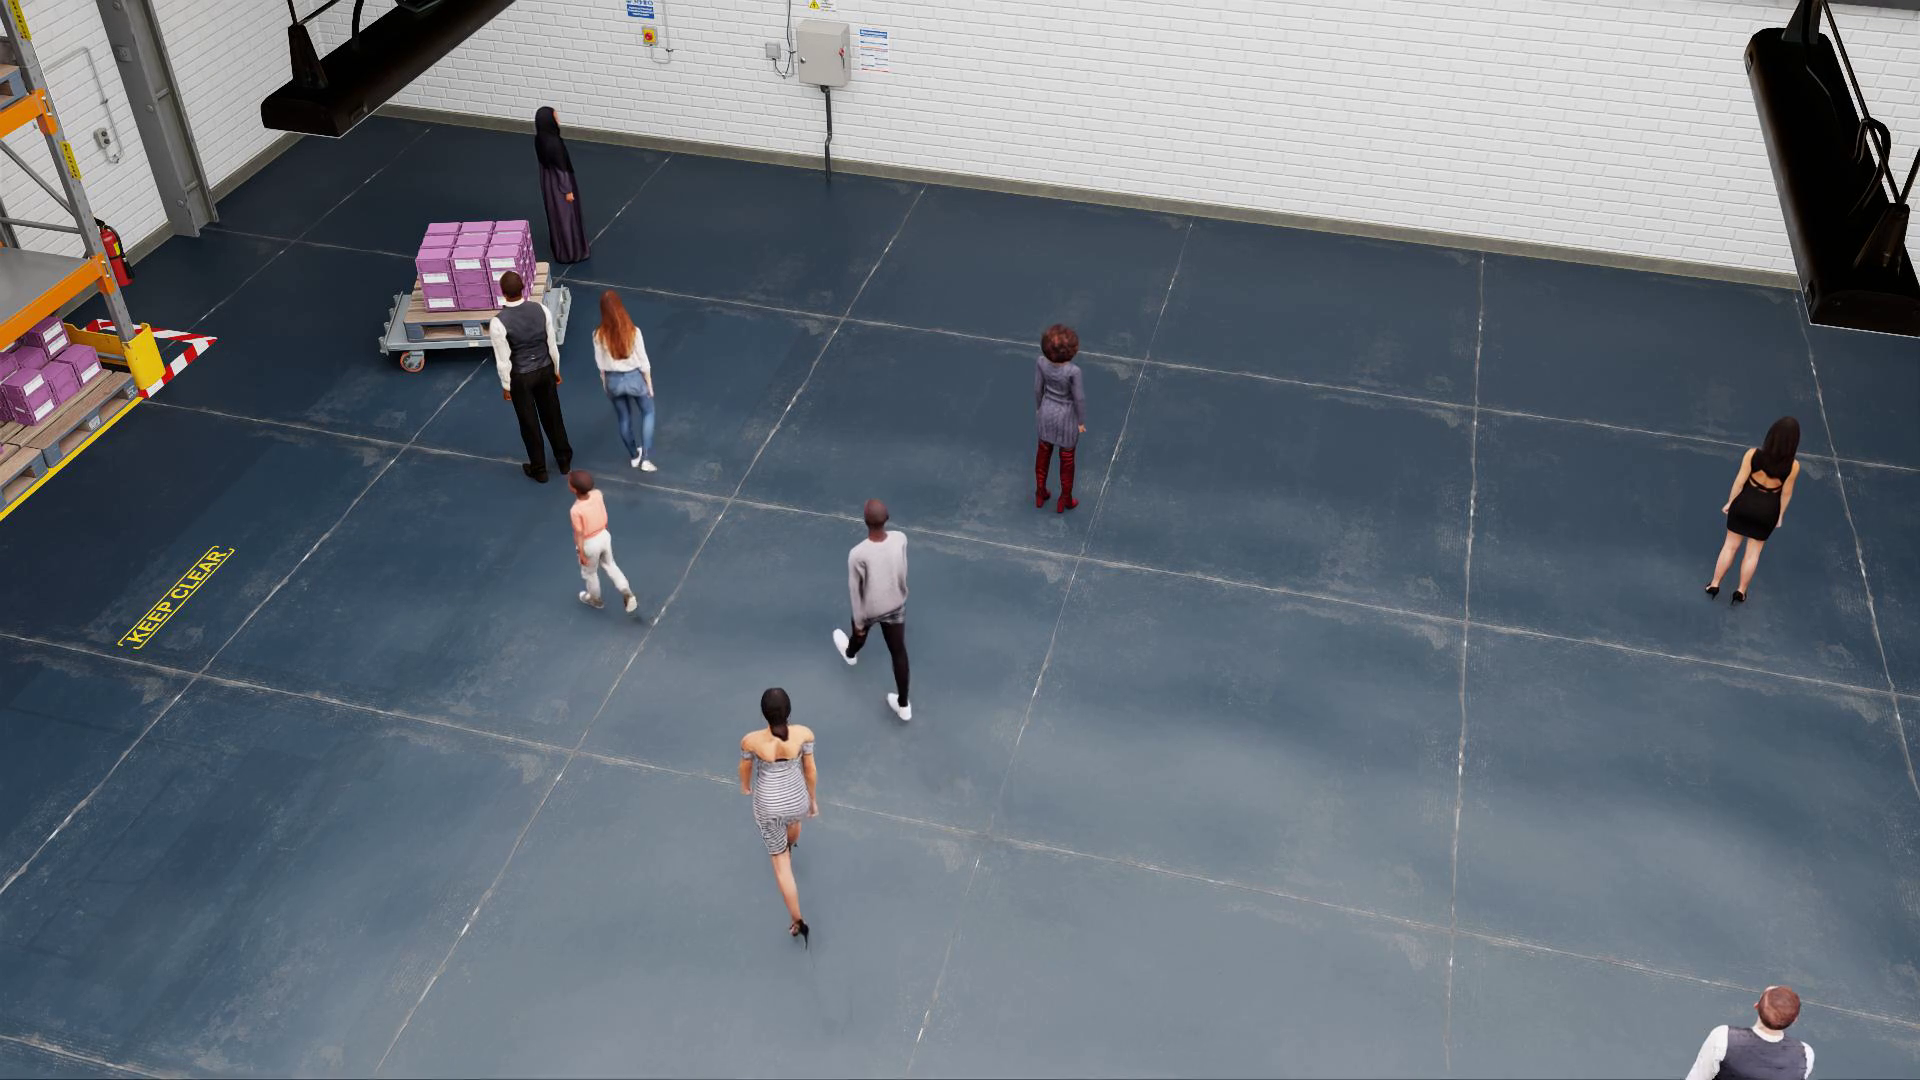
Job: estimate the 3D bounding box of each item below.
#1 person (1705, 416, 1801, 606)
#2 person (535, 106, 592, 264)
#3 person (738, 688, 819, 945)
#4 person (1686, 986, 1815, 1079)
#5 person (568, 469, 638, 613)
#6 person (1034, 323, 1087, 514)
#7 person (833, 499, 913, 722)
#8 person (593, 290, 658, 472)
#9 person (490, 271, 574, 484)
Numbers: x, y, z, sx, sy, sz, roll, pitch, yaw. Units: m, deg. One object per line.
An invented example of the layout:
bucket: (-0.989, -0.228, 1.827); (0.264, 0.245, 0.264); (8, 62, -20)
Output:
person: (5.896, -0.202, 12.342); (0.608, 1.644, 0.563); (20, 43, 23)
person: (-4.008, -3.558, 16.568); (0.766, 1.615, 0.714); (-23, 44, -26)
person: (-1.042, 1.676, 9.891); (1.007, 1.769, 1.188); (-12, 40, -15)
person: (3.806, 2.920, 8.221); (0.754, 1.908, 1.067); (15, 41, 18)
person: (-2.668, 0.028, 12.332); (0.734, 1.297, 0.783); (26, 46, 29)
person: (0.781, -0.966, 13.244); (0.637, 1.712, 0.613); (21, 43, 24)
person: (-0.494, 0.510, 11.382); (1.123, 1.729, 1.205); (-19, 42, -22)
person: (-2.752, -1.244, 13.588); (0.735, 1.718, 0.851); (0, 39, 0)
person: (-3.490, -1.329, 13.533); (0.748, 1.919, 0.835); (-24, 45, -27)
